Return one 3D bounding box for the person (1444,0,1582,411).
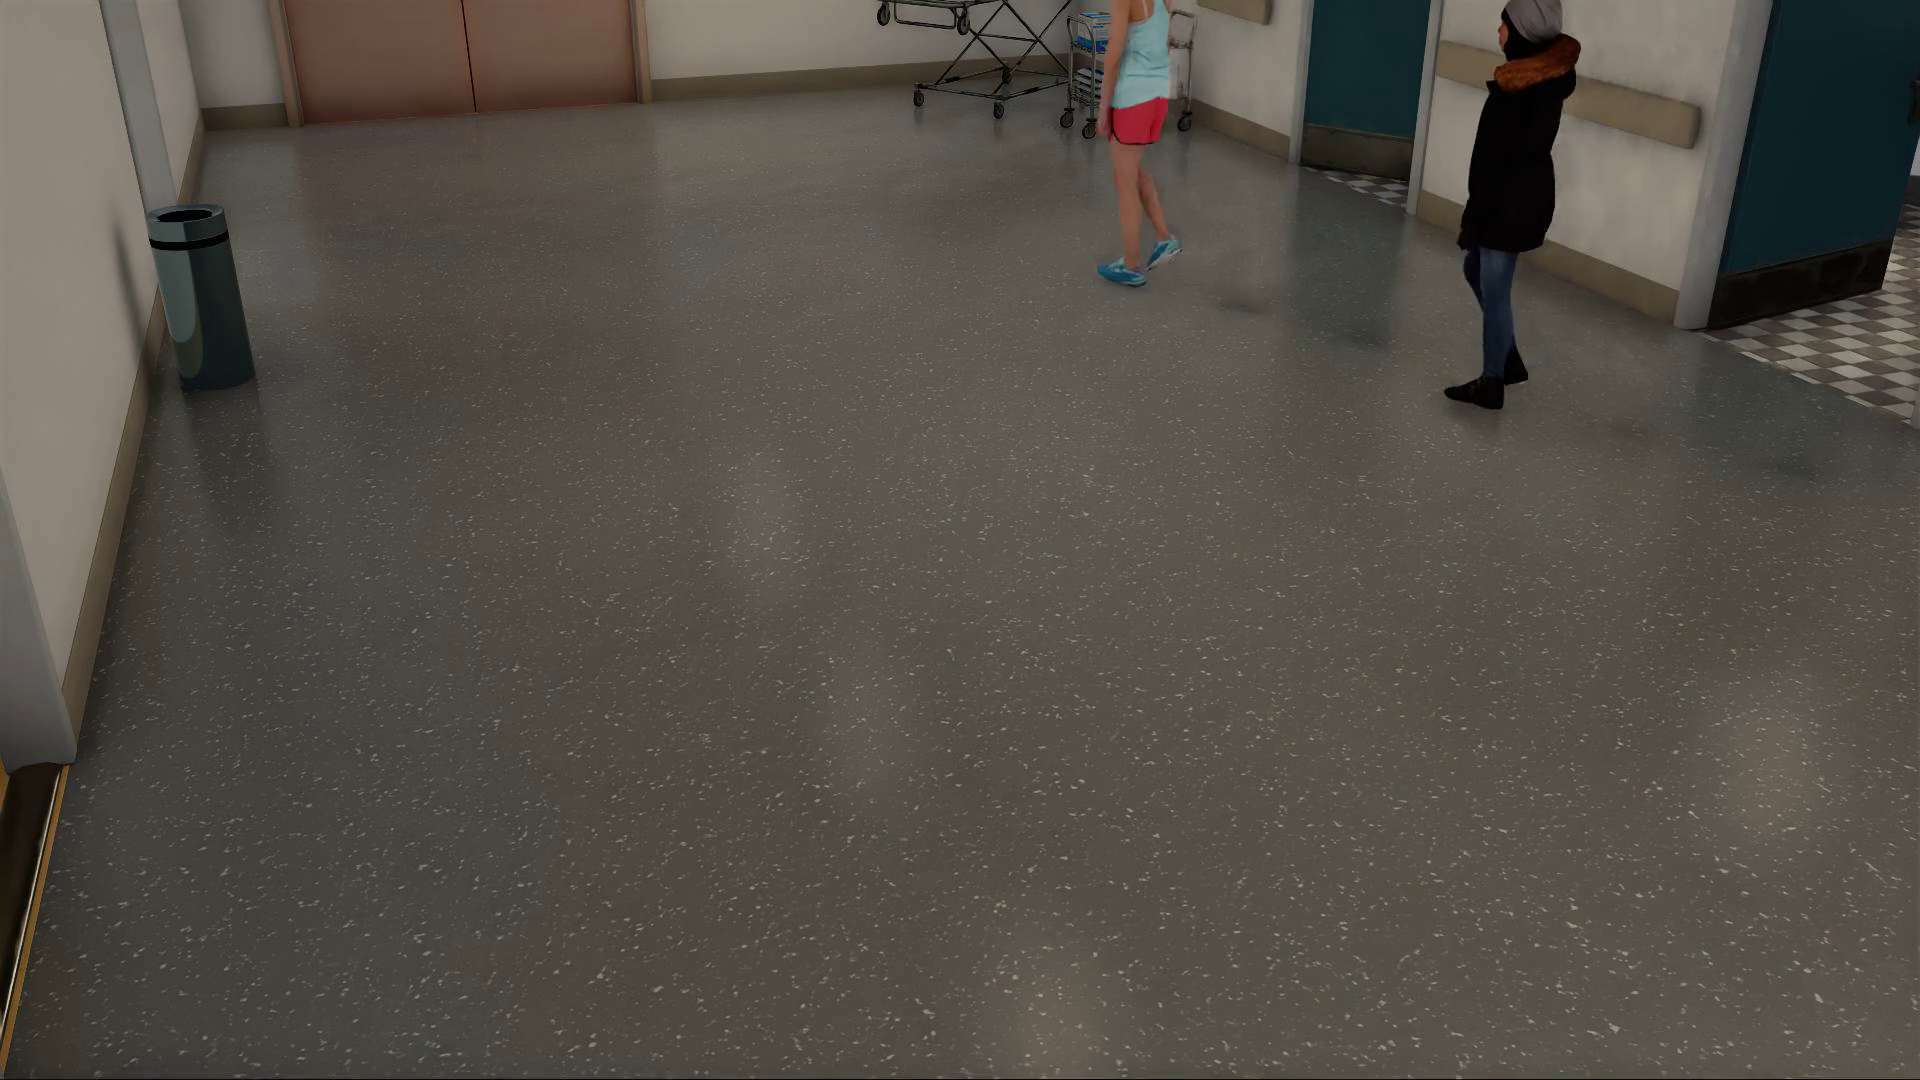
[{"bbox_3d":[2.189,-1.277,6.420,0.790,1.630,0.751,16,30,30],"label":"person"}]

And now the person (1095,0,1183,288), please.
[{"bbox_3d":[0.904,-2.046,7.868,0.822,1.759,0.752,23,34,39],"label":"person"}]
